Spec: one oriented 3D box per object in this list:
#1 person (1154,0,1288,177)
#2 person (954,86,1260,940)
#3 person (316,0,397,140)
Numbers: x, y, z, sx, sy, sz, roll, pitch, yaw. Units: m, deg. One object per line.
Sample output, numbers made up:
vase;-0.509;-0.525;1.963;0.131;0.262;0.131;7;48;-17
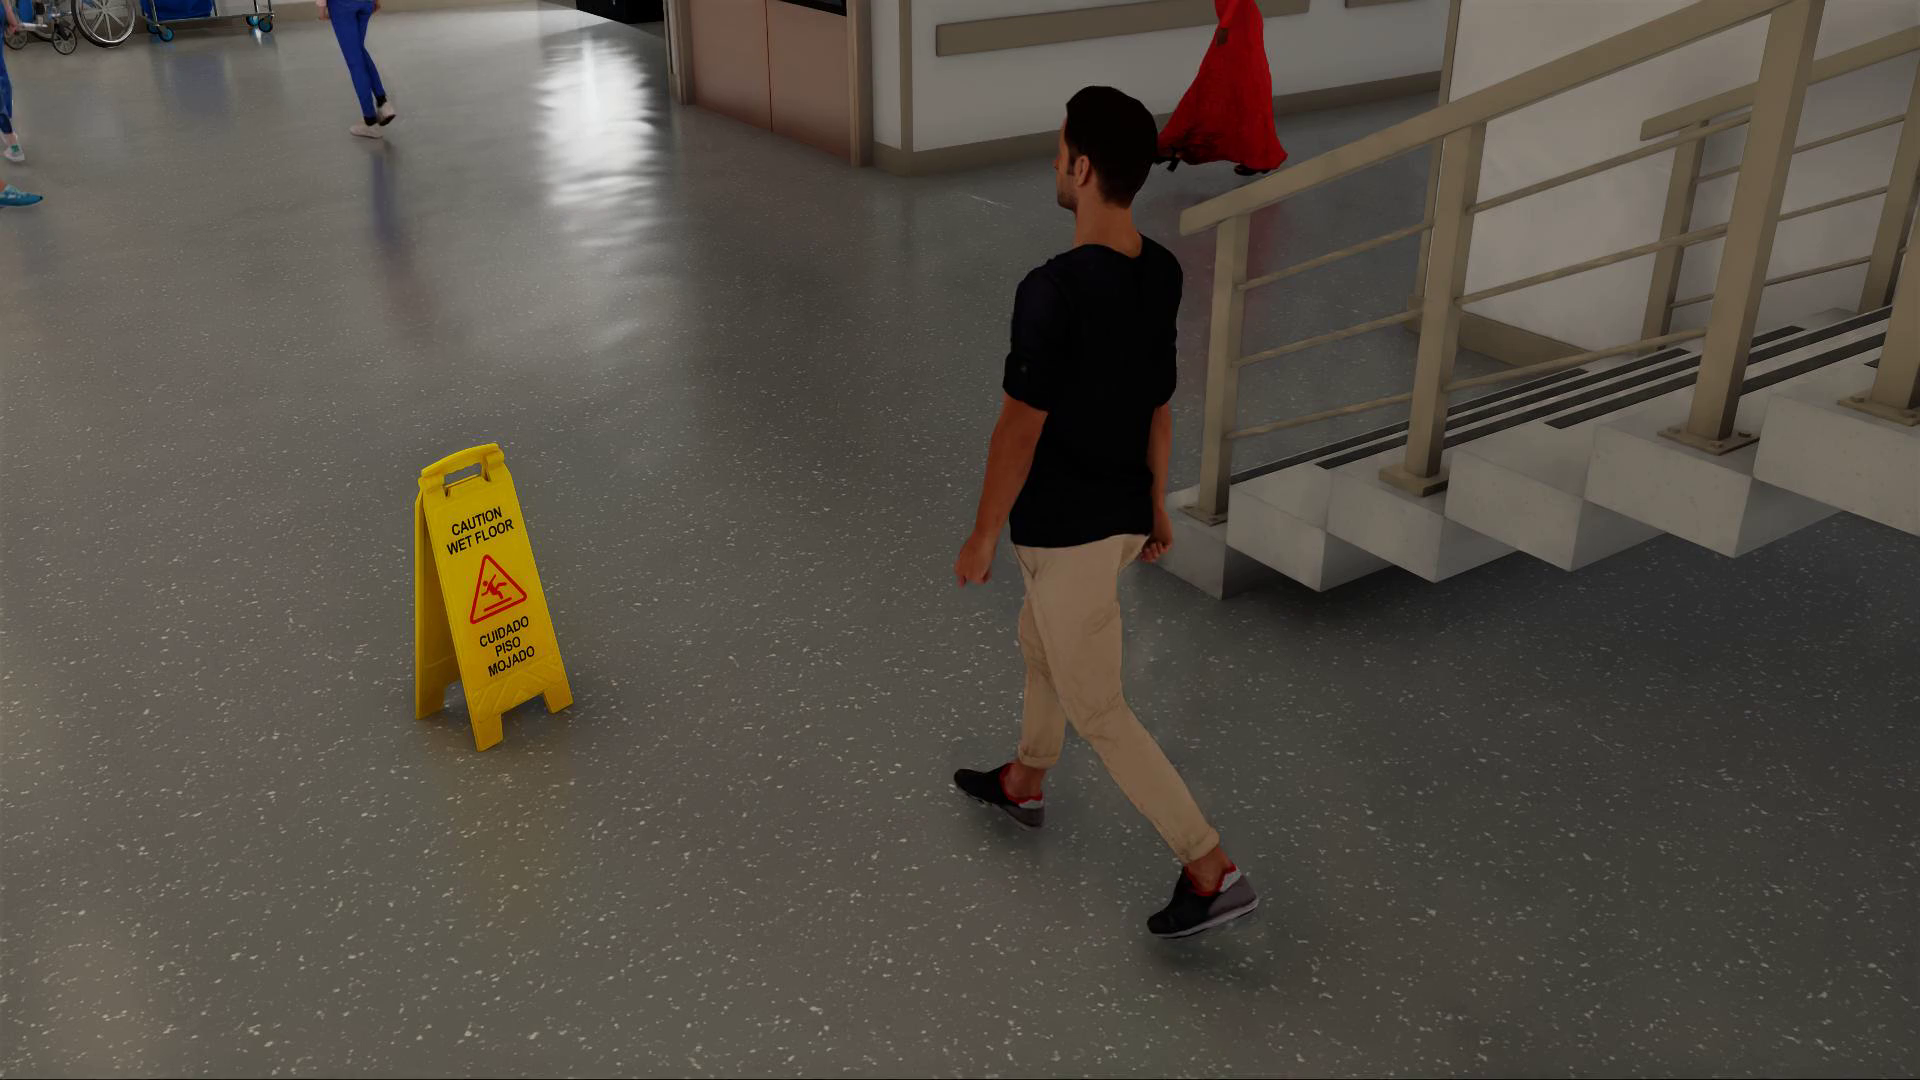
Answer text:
person;1.736;-3.011;9.916;0.990;1.744;1.149;-5;26;-10
person;0.334;0.015;3.554;1.241;1.819;0.899;18;31;32
person;-3.963;-3.542;10.996;0.792;1.763;0.776;14;29;27
